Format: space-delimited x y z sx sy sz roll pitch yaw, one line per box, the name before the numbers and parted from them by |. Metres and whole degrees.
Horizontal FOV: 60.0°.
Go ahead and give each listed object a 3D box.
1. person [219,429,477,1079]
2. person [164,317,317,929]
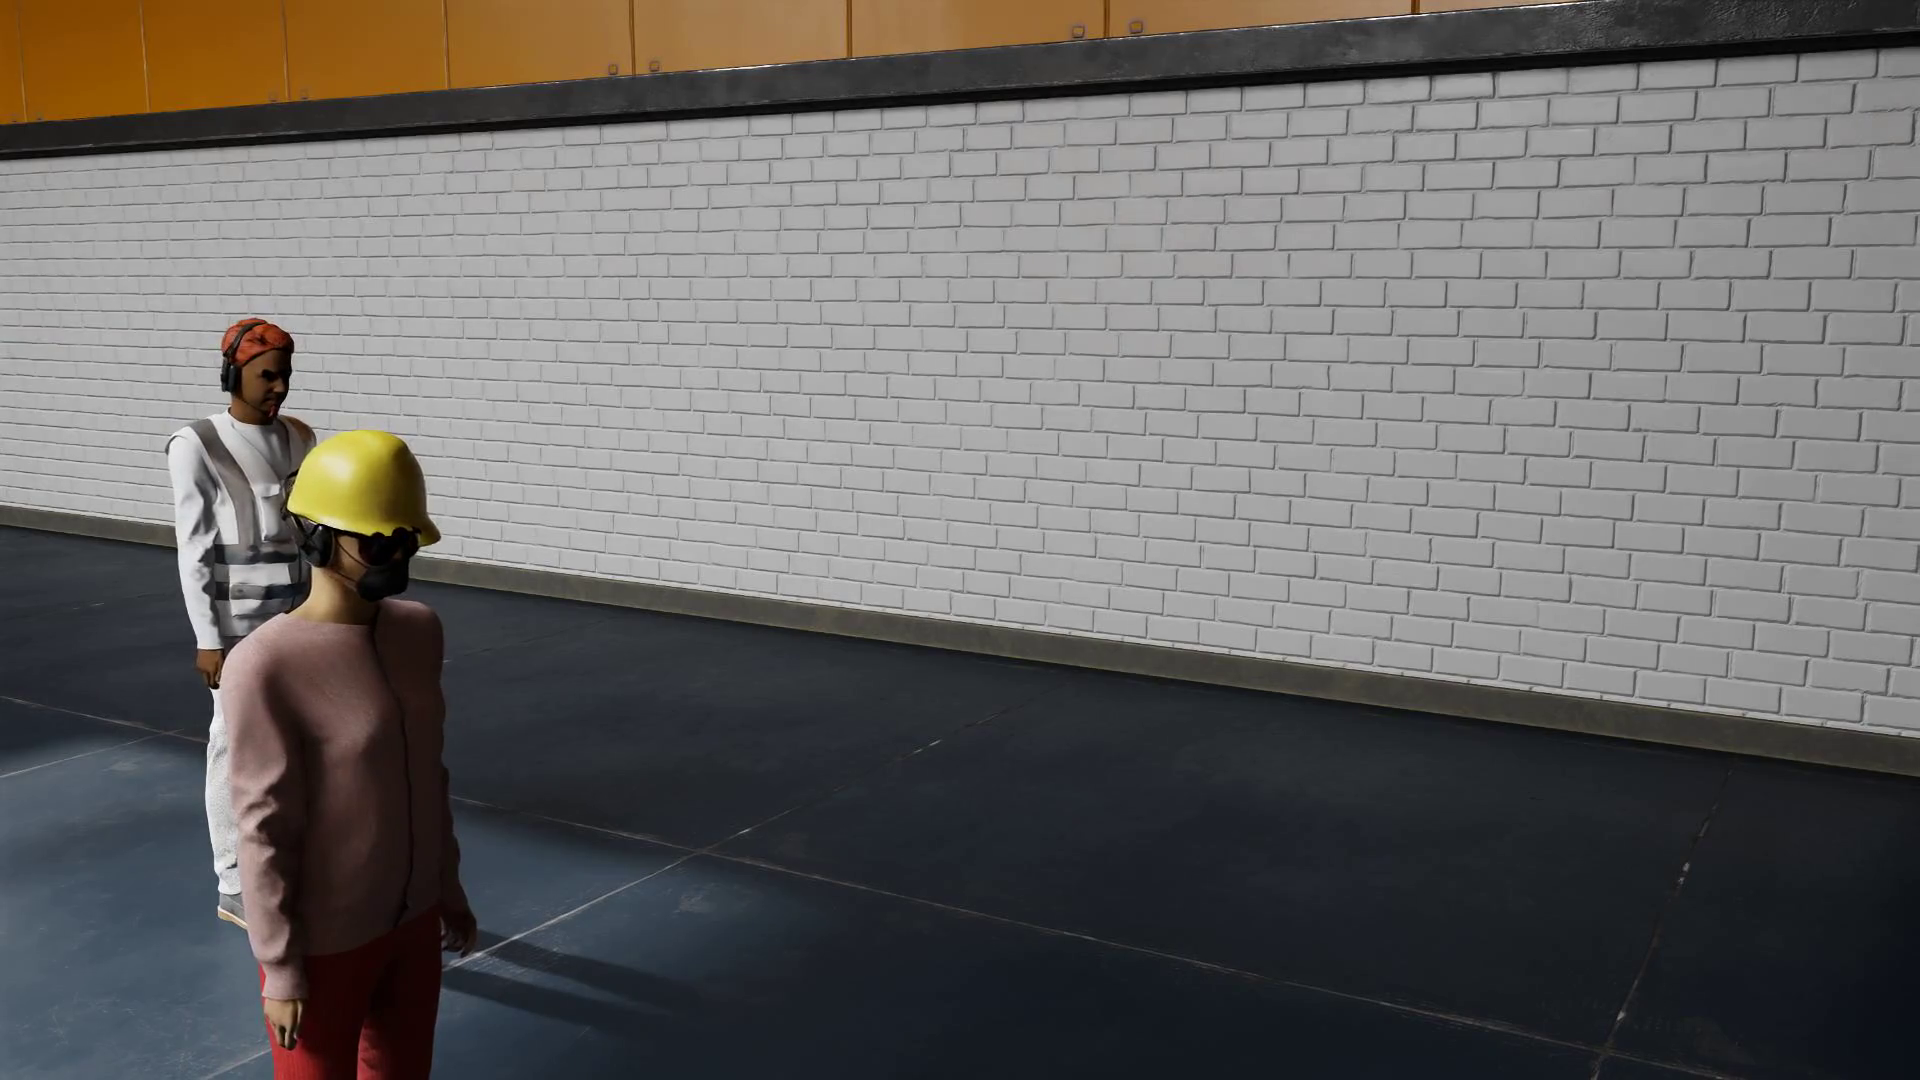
person | -1.042 0.683 2.942 0.322 1.761 0.522 3 10 18
person | -2.180 0.254 5.218 0.355 1.887 0.574 3 10 18
